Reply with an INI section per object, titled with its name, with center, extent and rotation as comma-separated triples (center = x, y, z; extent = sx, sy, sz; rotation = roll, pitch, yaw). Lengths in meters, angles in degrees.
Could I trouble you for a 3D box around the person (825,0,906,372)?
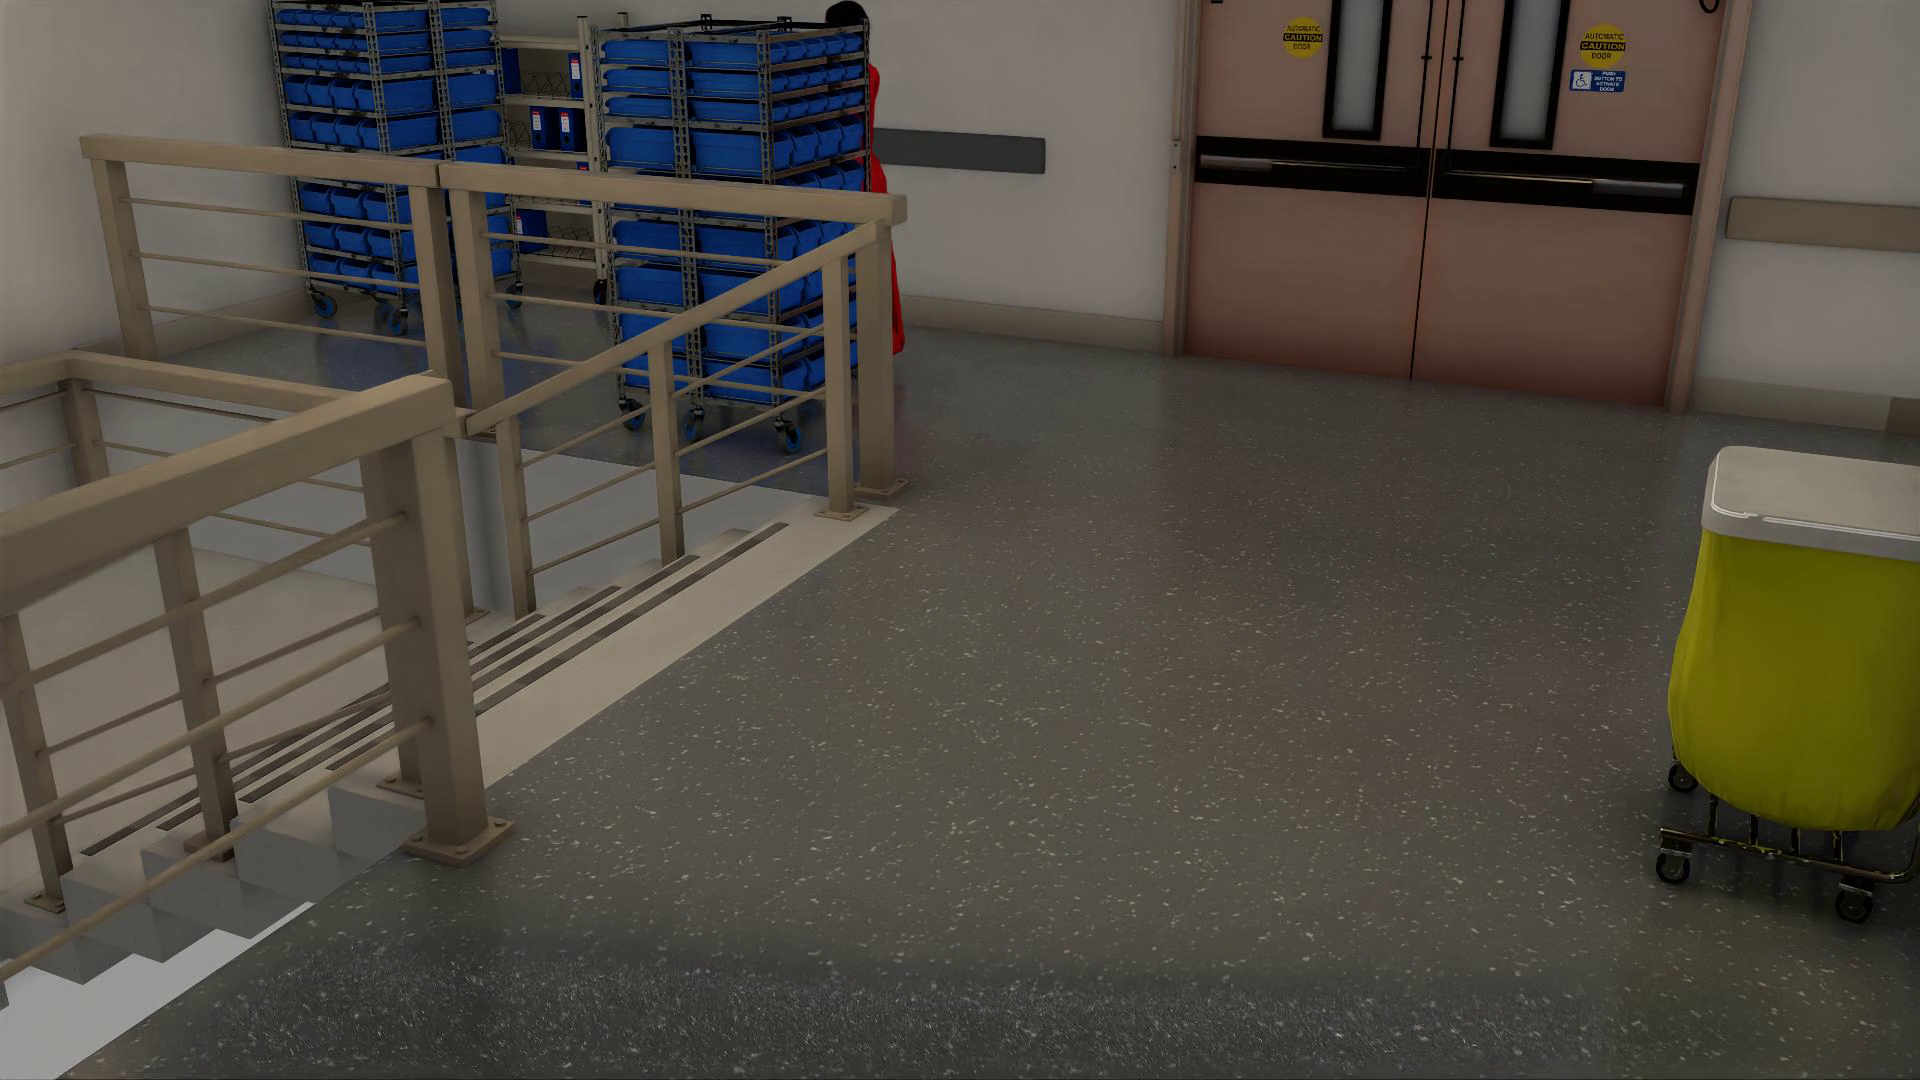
[person]
center = -0.516, -1.694, 8.109
extent = 0.590, 1.785, 0.610
rotation = 10, 23, 24
